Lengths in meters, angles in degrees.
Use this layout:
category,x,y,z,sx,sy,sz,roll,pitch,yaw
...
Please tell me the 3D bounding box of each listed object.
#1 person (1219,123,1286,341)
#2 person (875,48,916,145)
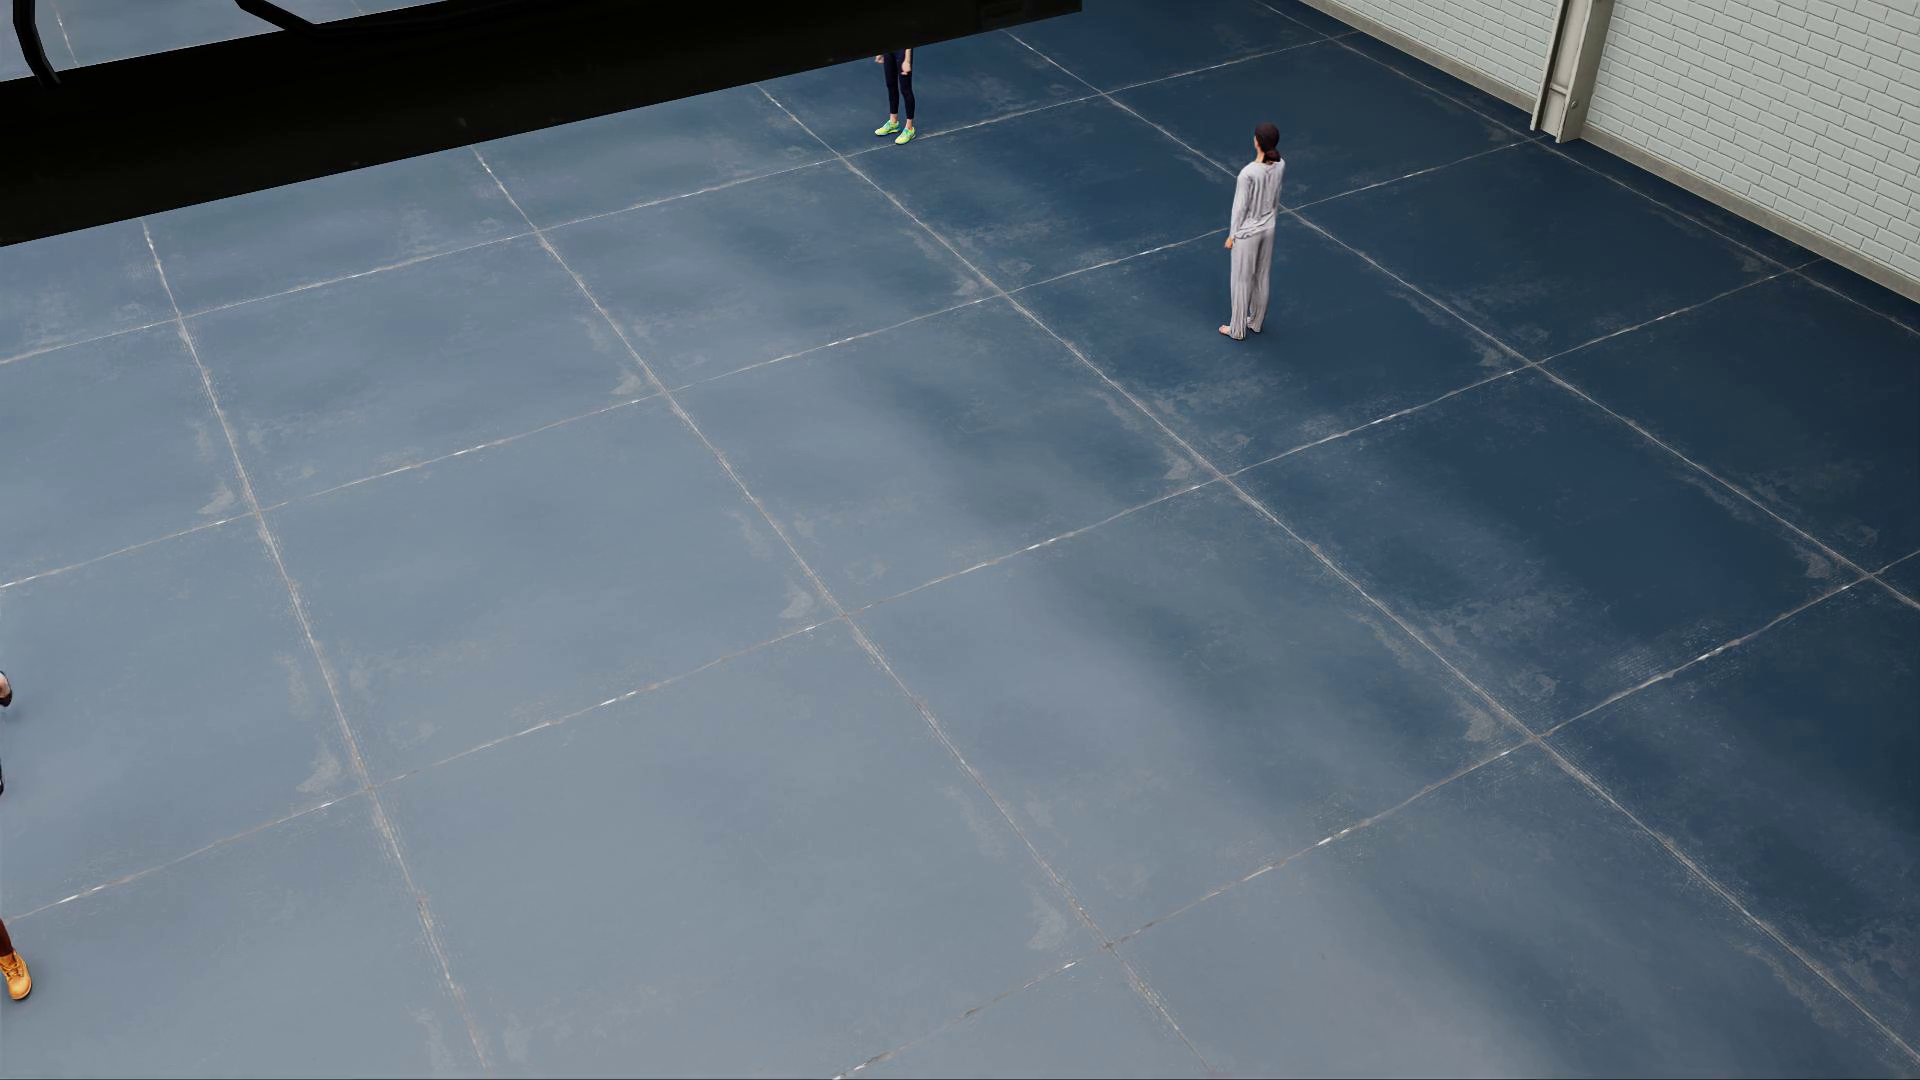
category,x,y,z,sx,sy,sz,roll,pitch,yaw
person,2.266,-2.365,12.767,0.596,1.774,0.536,-22,43,-25
person,-0.589,-4.617,15.704,0.711,1.702,0.552,-32,48,-34
